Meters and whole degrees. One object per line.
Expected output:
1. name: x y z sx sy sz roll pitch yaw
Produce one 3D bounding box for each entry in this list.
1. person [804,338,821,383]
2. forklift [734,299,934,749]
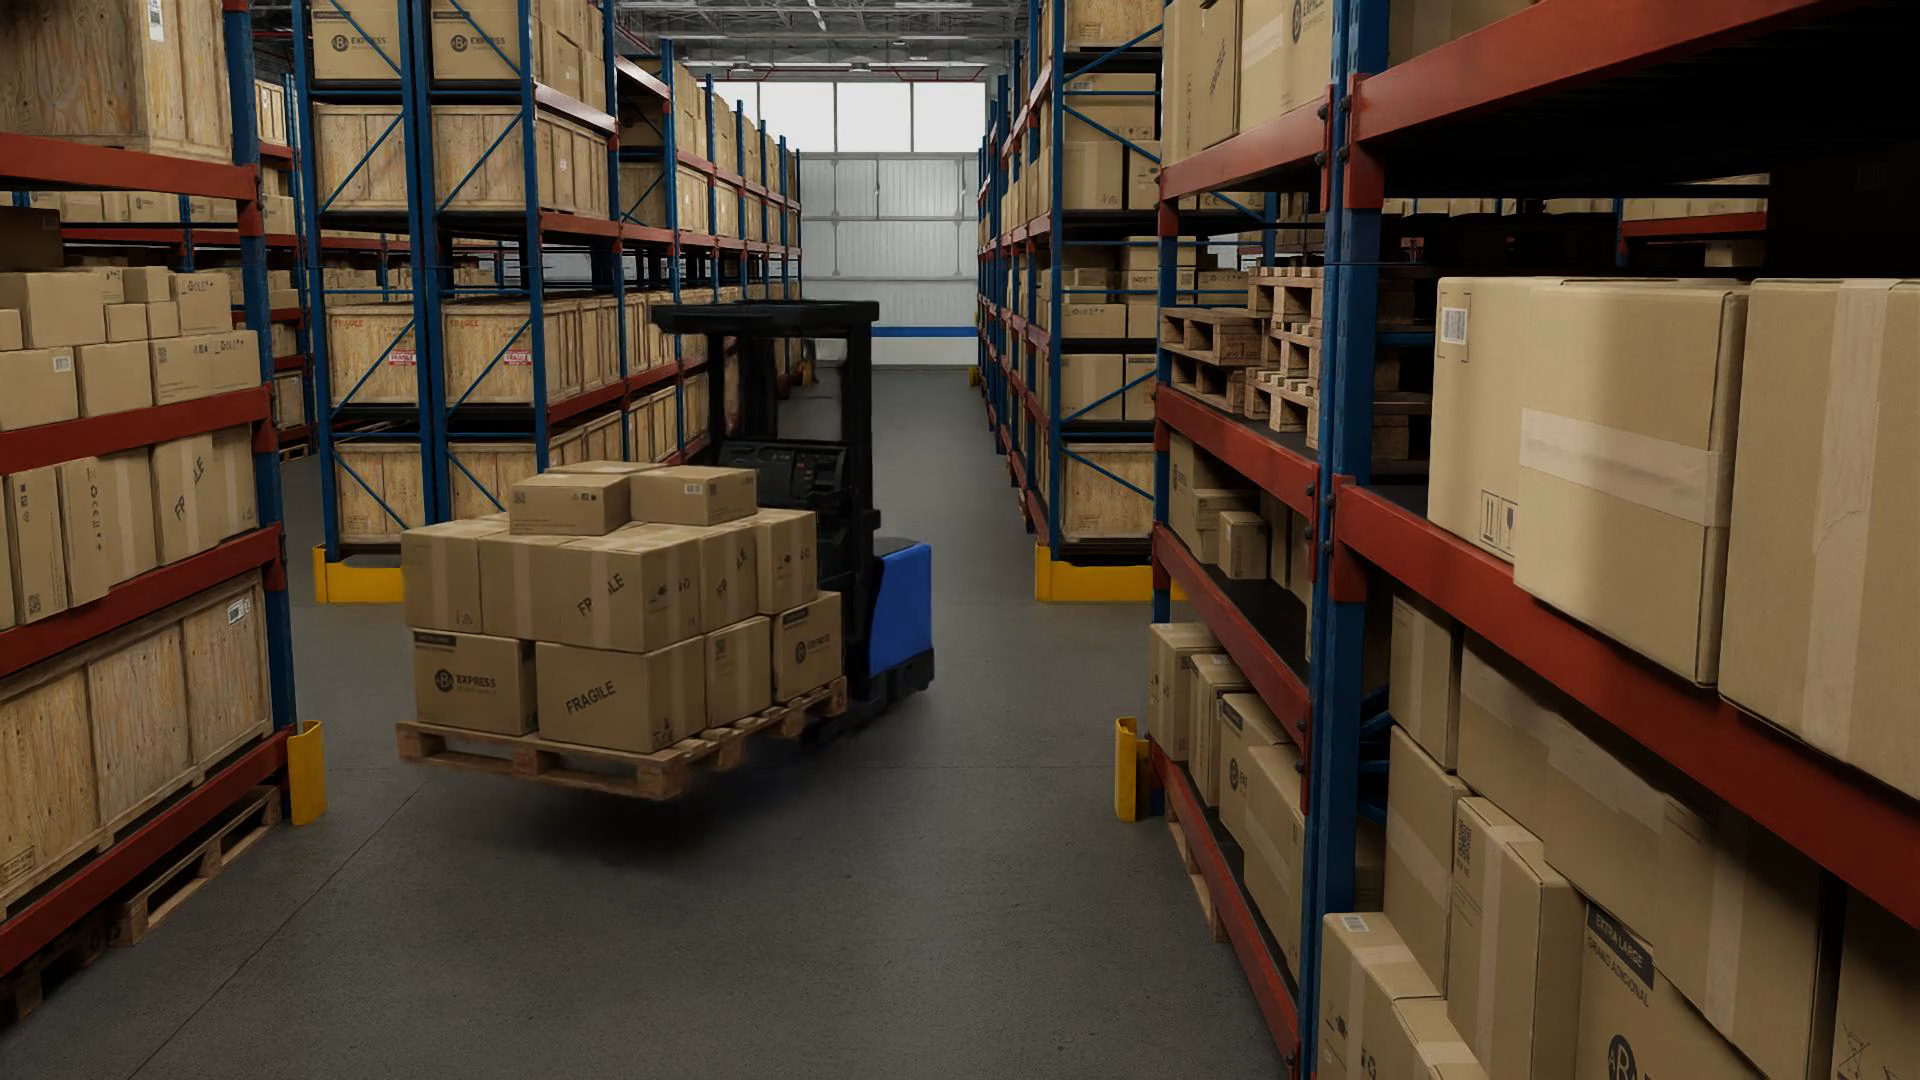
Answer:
1. person: -3.973 -5.123 44.045 0.558 1.973 0.687 3 10 18
2. forklift: -1.012 -0.224 11.231 1.129 2.768 1.873 4 10 24
